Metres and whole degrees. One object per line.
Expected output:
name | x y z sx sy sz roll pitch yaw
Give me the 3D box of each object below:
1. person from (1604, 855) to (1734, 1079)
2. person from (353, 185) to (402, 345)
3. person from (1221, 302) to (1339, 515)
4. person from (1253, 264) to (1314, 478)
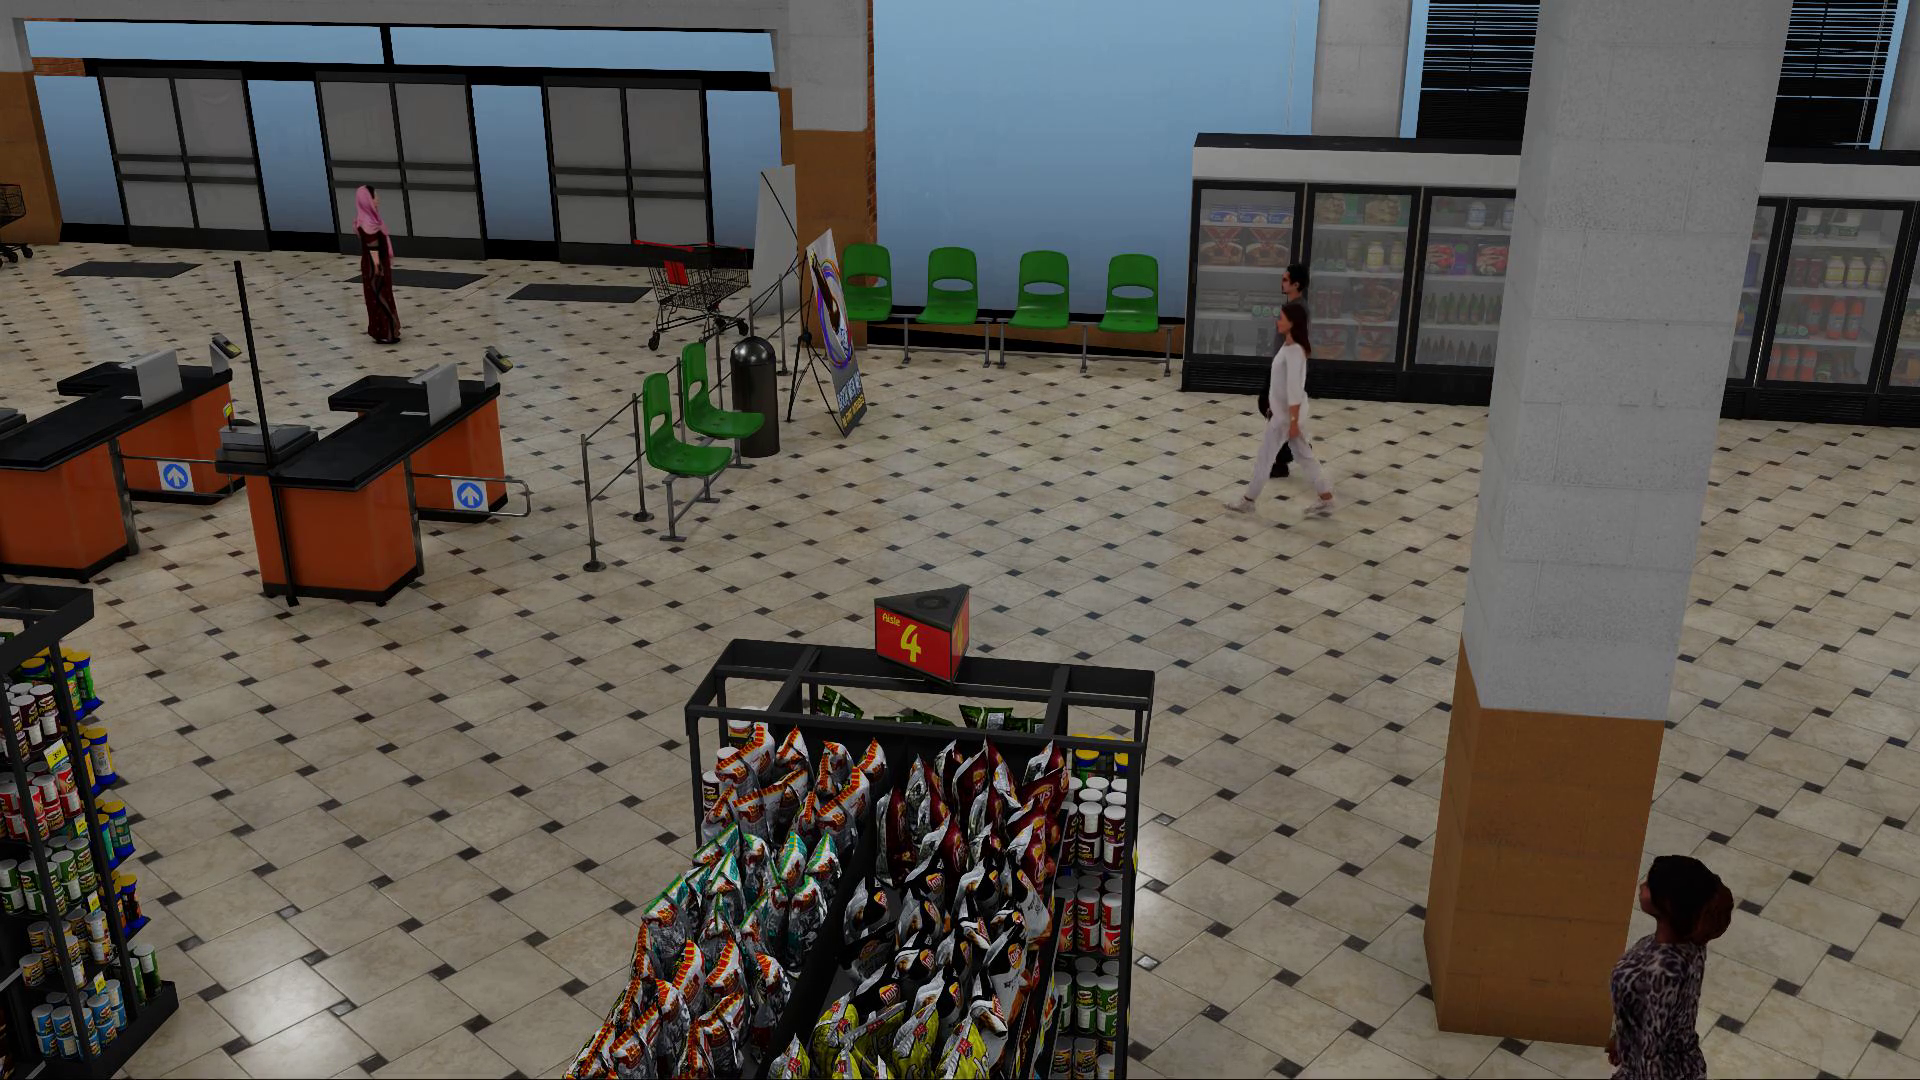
person | 2.374 1.850 5.493 1.016 1.673 1.117 17 27 35
person | -6.077 -2.866 17.277 0.815 1.638 0.689 -6 23 -14
person | 2.550 -0.935 12.458 0.701 1.649 1.037 5 23 13
person | 2.705 -1.345 13.351 0.738 1.743 0.695 1 22 3
